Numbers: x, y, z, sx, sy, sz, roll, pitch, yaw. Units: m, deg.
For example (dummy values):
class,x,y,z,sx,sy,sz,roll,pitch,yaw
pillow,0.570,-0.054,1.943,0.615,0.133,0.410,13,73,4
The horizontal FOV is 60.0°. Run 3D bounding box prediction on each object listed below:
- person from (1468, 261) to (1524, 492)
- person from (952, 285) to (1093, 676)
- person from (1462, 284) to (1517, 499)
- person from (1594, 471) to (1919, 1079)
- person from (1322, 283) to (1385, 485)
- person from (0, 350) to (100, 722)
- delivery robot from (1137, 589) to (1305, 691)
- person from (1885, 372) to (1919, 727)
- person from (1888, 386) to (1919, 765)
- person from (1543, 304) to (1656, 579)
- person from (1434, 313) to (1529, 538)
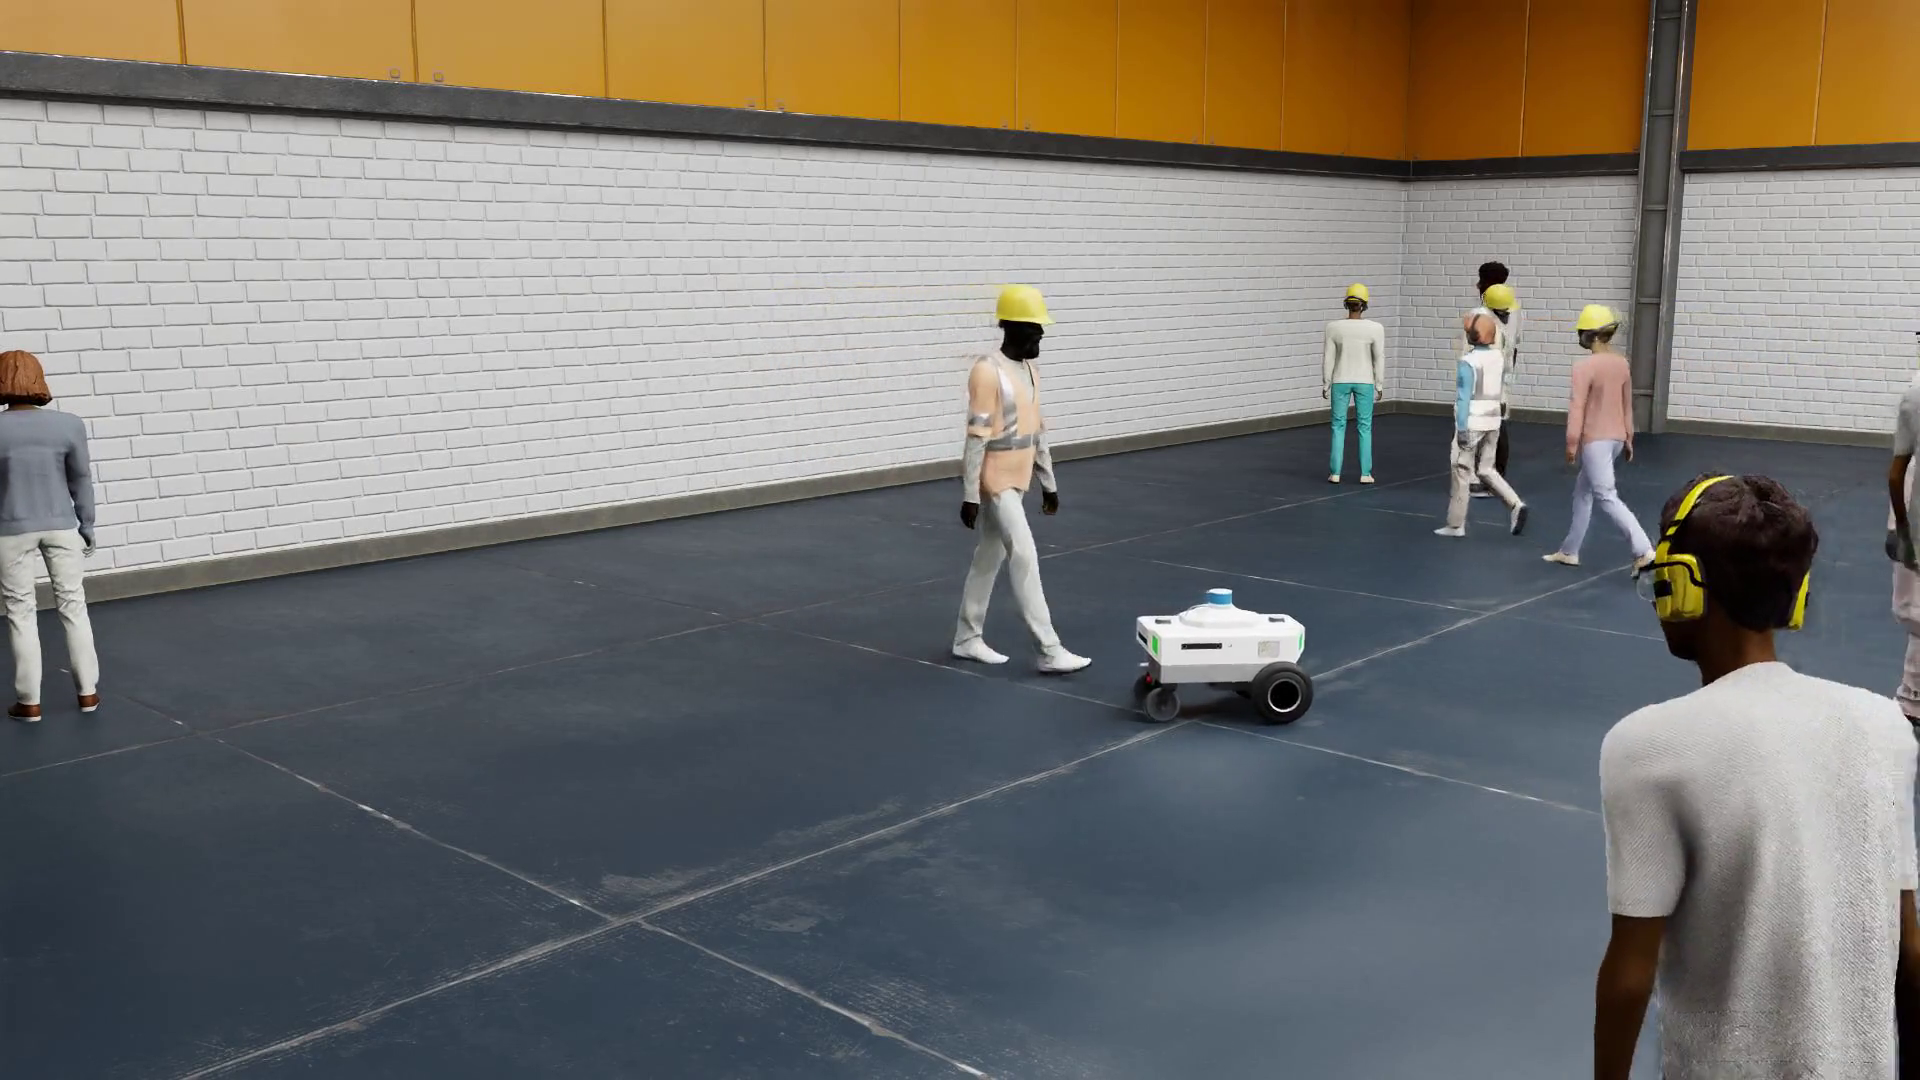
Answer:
class,x,y,z,sx,sy,sz,roll,pitch,yaw
person,4.418,-1.338,13.910,0.606,1.967,0.367,-7,12,-34
person,0.332,-0.280,8.101,0.921,1.883,0.609,5,11,24
person,4.390,-1.238,13.882,0.411,1.783,0.674,0,10,-1
person,1.121,0.809,2.285,0.543,1.774,1.137,-3,11,-19
person,3.459,-1.368,14.650,0.534,1.767,0.319,3,10,15
person,-4.085,-0.018,7.341,0.504,1.632,0.269,-8,13,-40
delivery robot,1.151,0.461,7.404,0.707,0.478,0.477,-1,10,-6
person,4.233,-0.069,7.002,0.688,1.872,0.702,-5,11,-28
person,3.908,0.032,6.542,0.515,1.834,0.558,-7,12,-36
person,4.130,-0.628,10.566,0.531,1.728,0.887,-7,12,-33
person,3.709,-0.795,11.786,0.525,1.622,0.611,-7,12,-35
